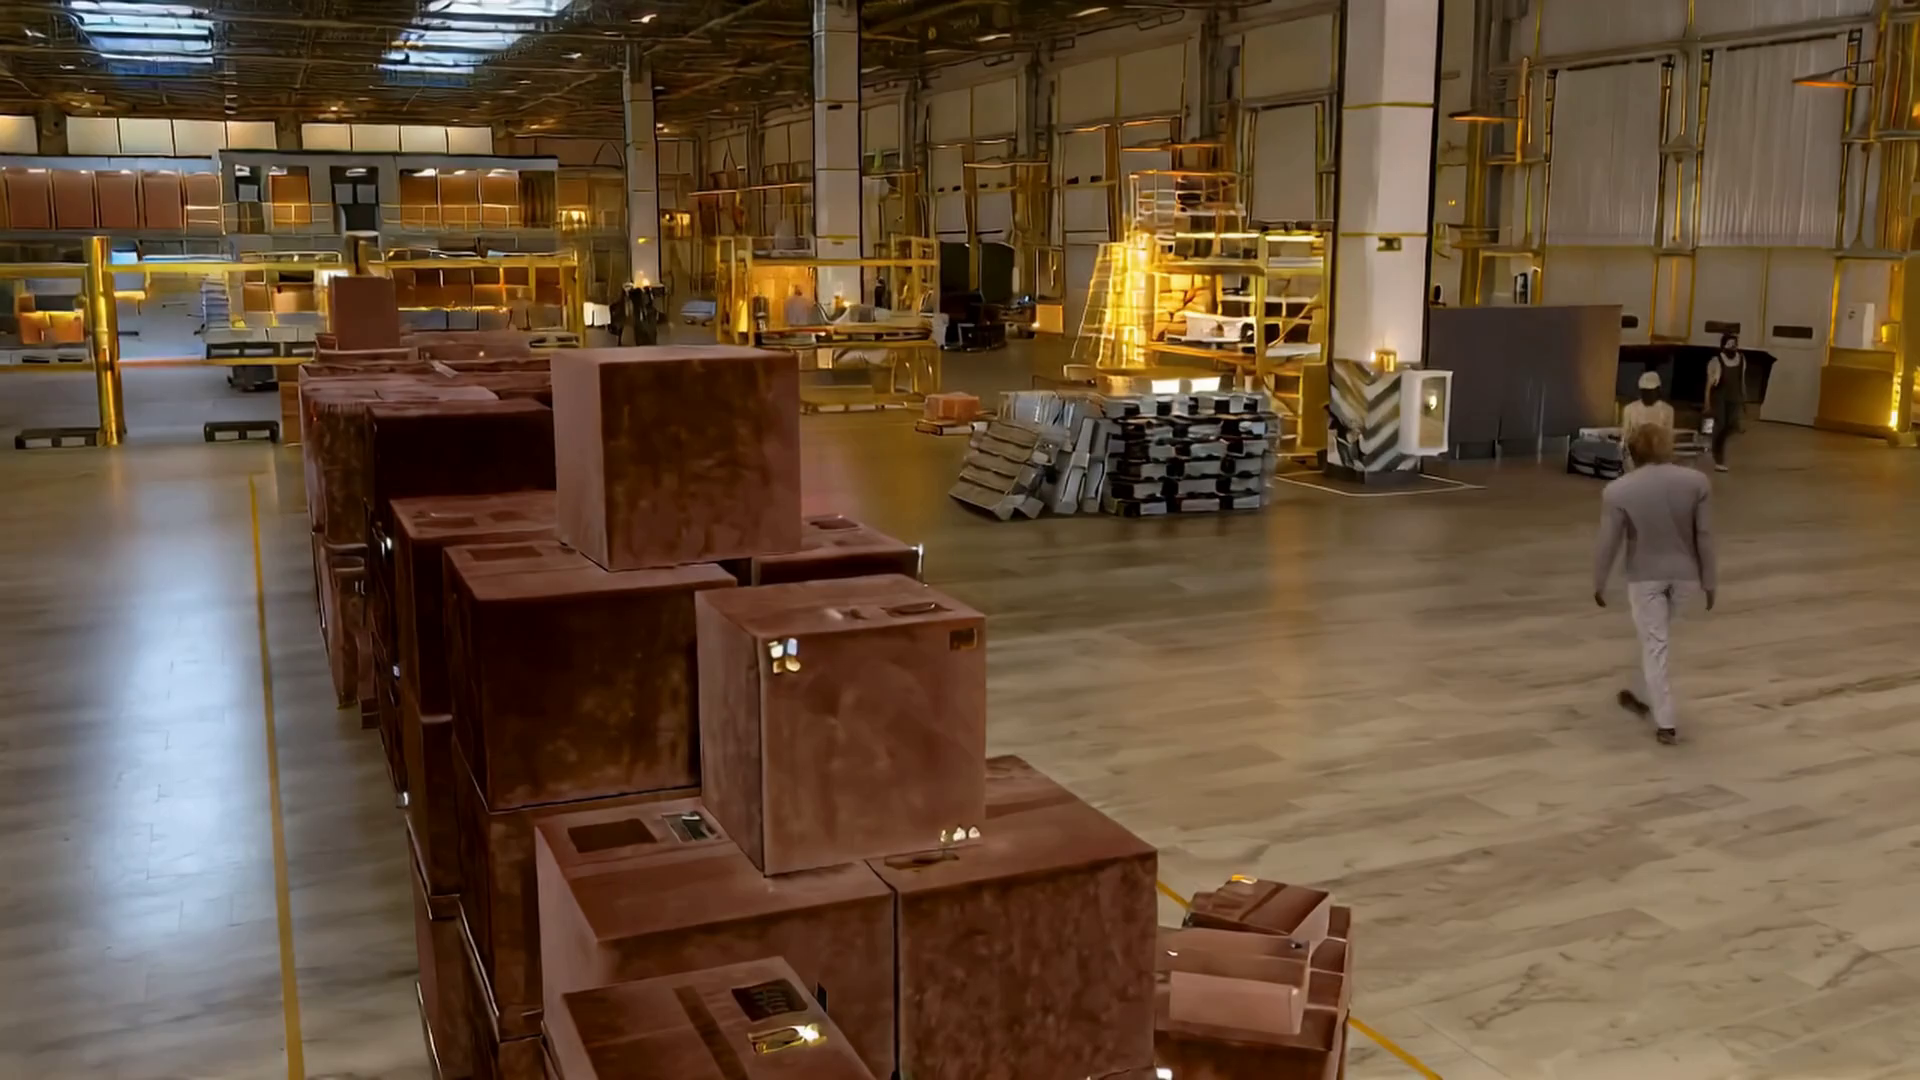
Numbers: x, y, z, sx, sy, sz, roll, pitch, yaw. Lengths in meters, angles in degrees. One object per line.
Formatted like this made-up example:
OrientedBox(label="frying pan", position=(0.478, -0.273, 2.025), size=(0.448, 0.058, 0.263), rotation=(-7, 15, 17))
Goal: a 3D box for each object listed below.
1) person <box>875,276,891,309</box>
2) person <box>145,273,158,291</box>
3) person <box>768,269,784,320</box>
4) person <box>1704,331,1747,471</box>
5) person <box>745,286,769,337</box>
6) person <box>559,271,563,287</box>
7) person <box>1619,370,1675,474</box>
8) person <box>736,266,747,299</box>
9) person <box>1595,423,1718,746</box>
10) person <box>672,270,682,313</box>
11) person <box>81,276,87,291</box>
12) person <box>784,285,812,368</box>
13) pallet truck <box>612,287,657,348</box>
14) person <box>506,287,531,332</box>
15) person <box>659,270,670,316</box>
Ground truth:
OrientedBox(label="person", position=(-2.798, -8.807, 60.605), size=(0.541, 1.643, 0.866), rotation=(-6, 12, -30))
OrientedBox(label="person", position=(-23.616, -6.820, 48.767), size=(1.029, 1.988, 0.599), rotation=(9, 14, 42))
OrientedBox(label="person", position=(-6.860, -9.070, 61.439), size=(0.587, 1.875, 0.663), rotation=(9, 14, 42))
OrientedBox(label="person", position=(9.915, -1.813, 21.645), size=(0.563, 1.821, 0.621), rotation=(-2, 10, -9))
OrientedBox(label="person", position=(-5.155, -5.486, 41.891), size=(0.649, 1.800, 0.910), rotation=(1, 10, 4))
OrientedBox(label="person", position=(-14.044, -8.419, 57.846), size=(1.014, 1.896, 0.551), rotation=(-4, 11, -22))
OrientedBox(label="person", position=(6.801, -0.832, 16.485), size=(0.490, 1.722, 0.736), rotation=(6, 12, 31))
OrientedBox(label="person", position=(-9.726, -11.408, 74.231), size=(0.602, 1.916, 0.894), rotation=(-4, 11, -20))
OrientedBox(label="person", position=(4.179, 0.245, 10.065), size=(0.651, 1.888, 0.867), rotation=(1, 10, 5))
OrientedBox(label="person", position=(-11.149, -9.770, 65.647), size=(0.737, 1.736, 0.554), rotation=(6, 12, 29))
OrientedBox(label="person", position=(-25.531, -6.761, 48.613), size=(0.439, 1.915, 0.653), rotation=(-3, 11, -17))
OrientedBox(label="person", position=(-3.724, -4.901, 38.280), size=(0.630, 1.951, 1.017), rotation=(0, 10, 1))
OrientedBox(label="pallet truck", position=(-6.464, -4.406, 35.401), size=(0.823, 1.965, 1.885), rotation=(6, 12, 32))
OrientedBox(label="person", position=(-10.597, -5.109, 39.702), size=(0.554, 1.838, 0.859), rotation=(-9, 14, -40))
OrientedBox(label="person", position=(-11.624, -9.640, 64.837), size=(0.972, 1.798, 0.616), rotation=(6, 12, 28))
